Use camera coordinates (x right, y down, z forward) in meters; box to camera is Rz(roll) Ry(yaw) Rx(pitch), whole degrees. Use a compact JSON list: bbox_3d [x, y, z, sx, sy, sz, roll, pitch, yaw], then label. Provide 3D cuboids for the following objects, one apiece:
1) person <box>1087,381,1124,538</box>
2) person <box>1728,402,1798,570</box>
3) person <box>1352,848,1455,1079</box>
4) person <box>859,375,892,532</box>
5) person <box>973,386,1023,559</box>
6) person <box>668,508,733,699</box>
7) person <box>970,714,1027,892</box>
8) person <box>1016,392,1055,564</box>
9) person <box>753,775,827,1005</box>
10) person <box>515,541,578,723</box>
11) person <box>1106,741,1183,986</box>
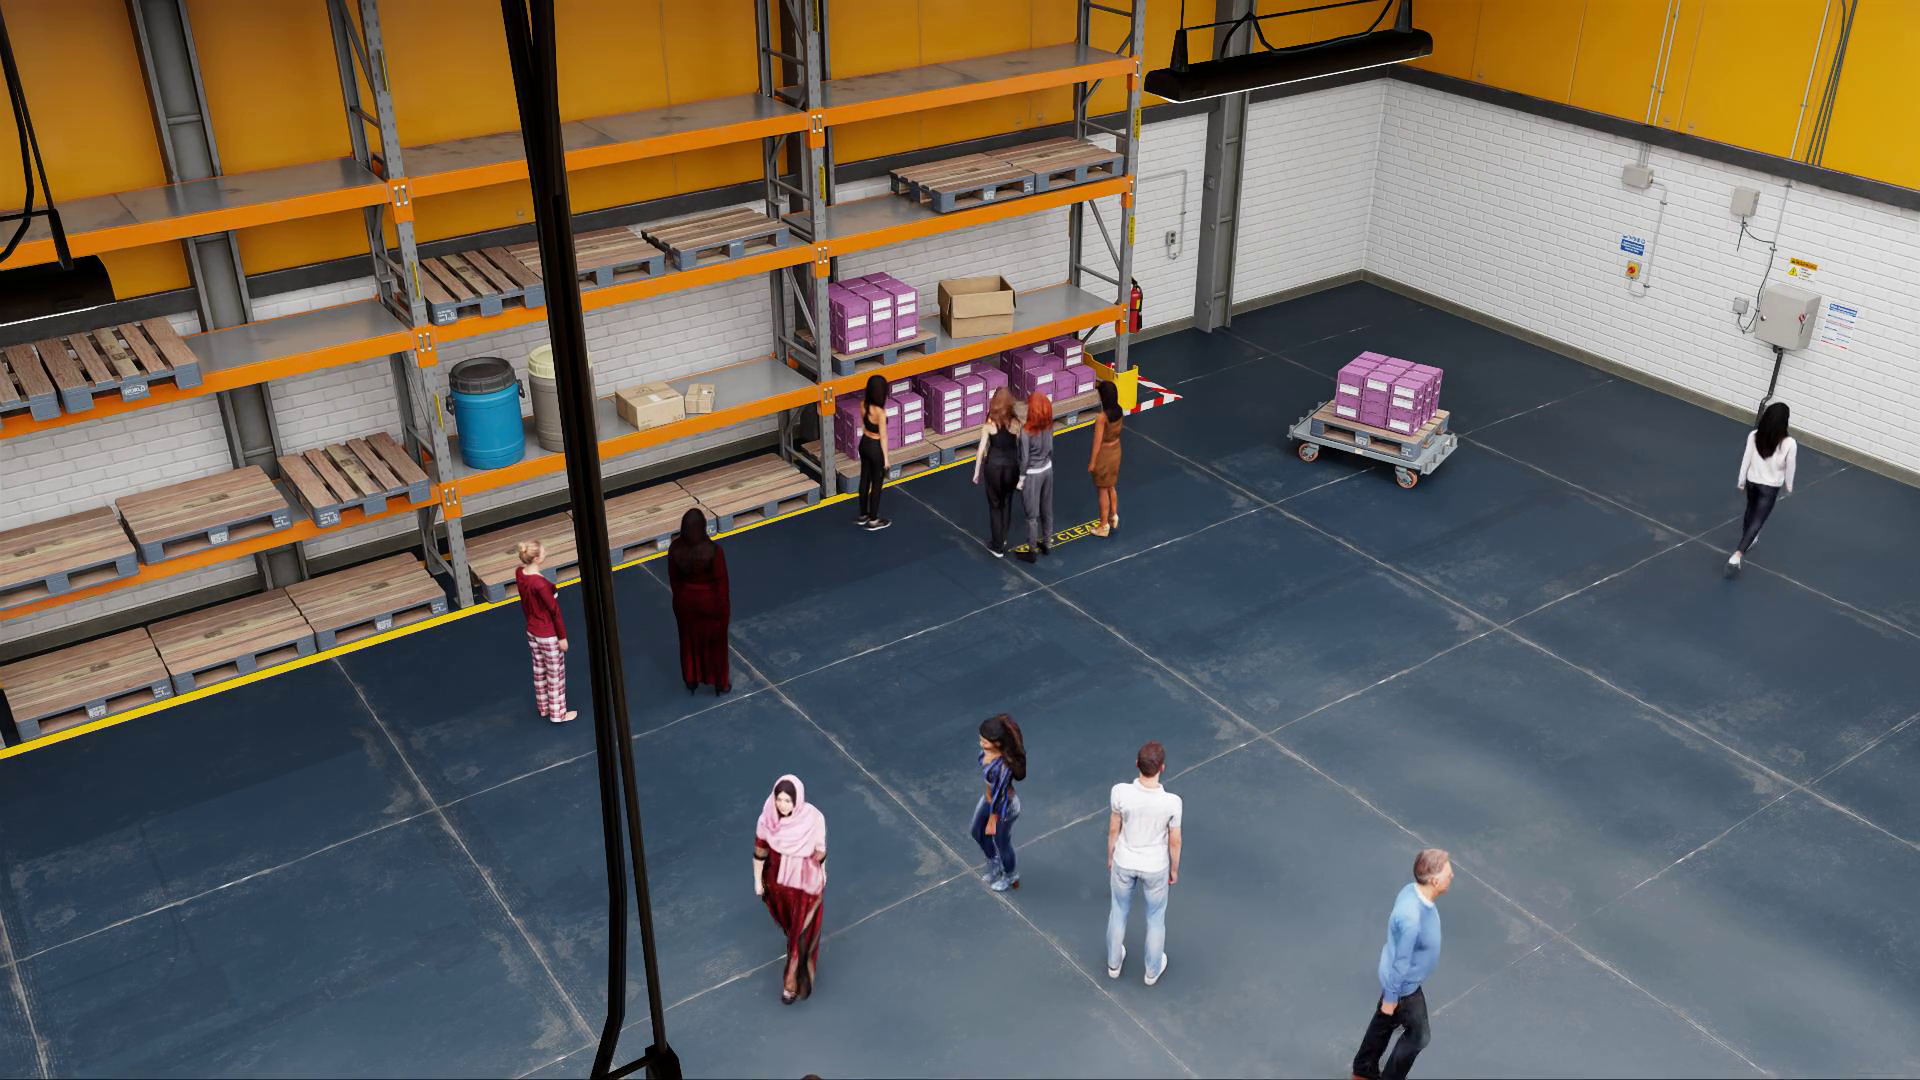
[{"bbox_3d":[1.460,-0.792,16.546,0.721,1.686,0.591,16,33,27],"label":"person"},{"bbox_3d":[7.711,-0.497,16.028,1.135,1.665,0.712,-23,36,-36],"label":"person"},{"bbox_3d":[2.619,2.634,10.162,0.907,1.786,0.828,12,31,21],"label":"person"},{"bbox_3d":[-0.886,-0.884,16.766,0.564,1.638,0.549,-23,36,-36],"label":"person"},{"bbox_3d":[0.435,-0.629,16.205,0.770,1.727,0.868,-6,29,-12],"label":"person"},{"bbox_3d":[-2.192,0.535,14.041,0.775,1.756,0.831,5,29,10],"label":"person"},{"bbox_3d":[0.359,1.878,11.735,0.729,1.606,0.721,-4,29,-8],"label":"person"},{"bbox_3d":[0.739,-0.616,16.128,0.468,1.779,0.660,-23,36,-35],"label":"person"},{"bbox_3d":[-1.110,2.213,11.129,1.077,1.598,1.116,4,29,7],"label":"person"},{"bbox_3d":[-3.436,0.738,13.729,0.657,1.698,0.584,23,36,35],"label":"person"},{"bbox_3d":[1.194,2.144,10.995,0.704,1.848,0.747,7,29,12],"label":"person"}]
